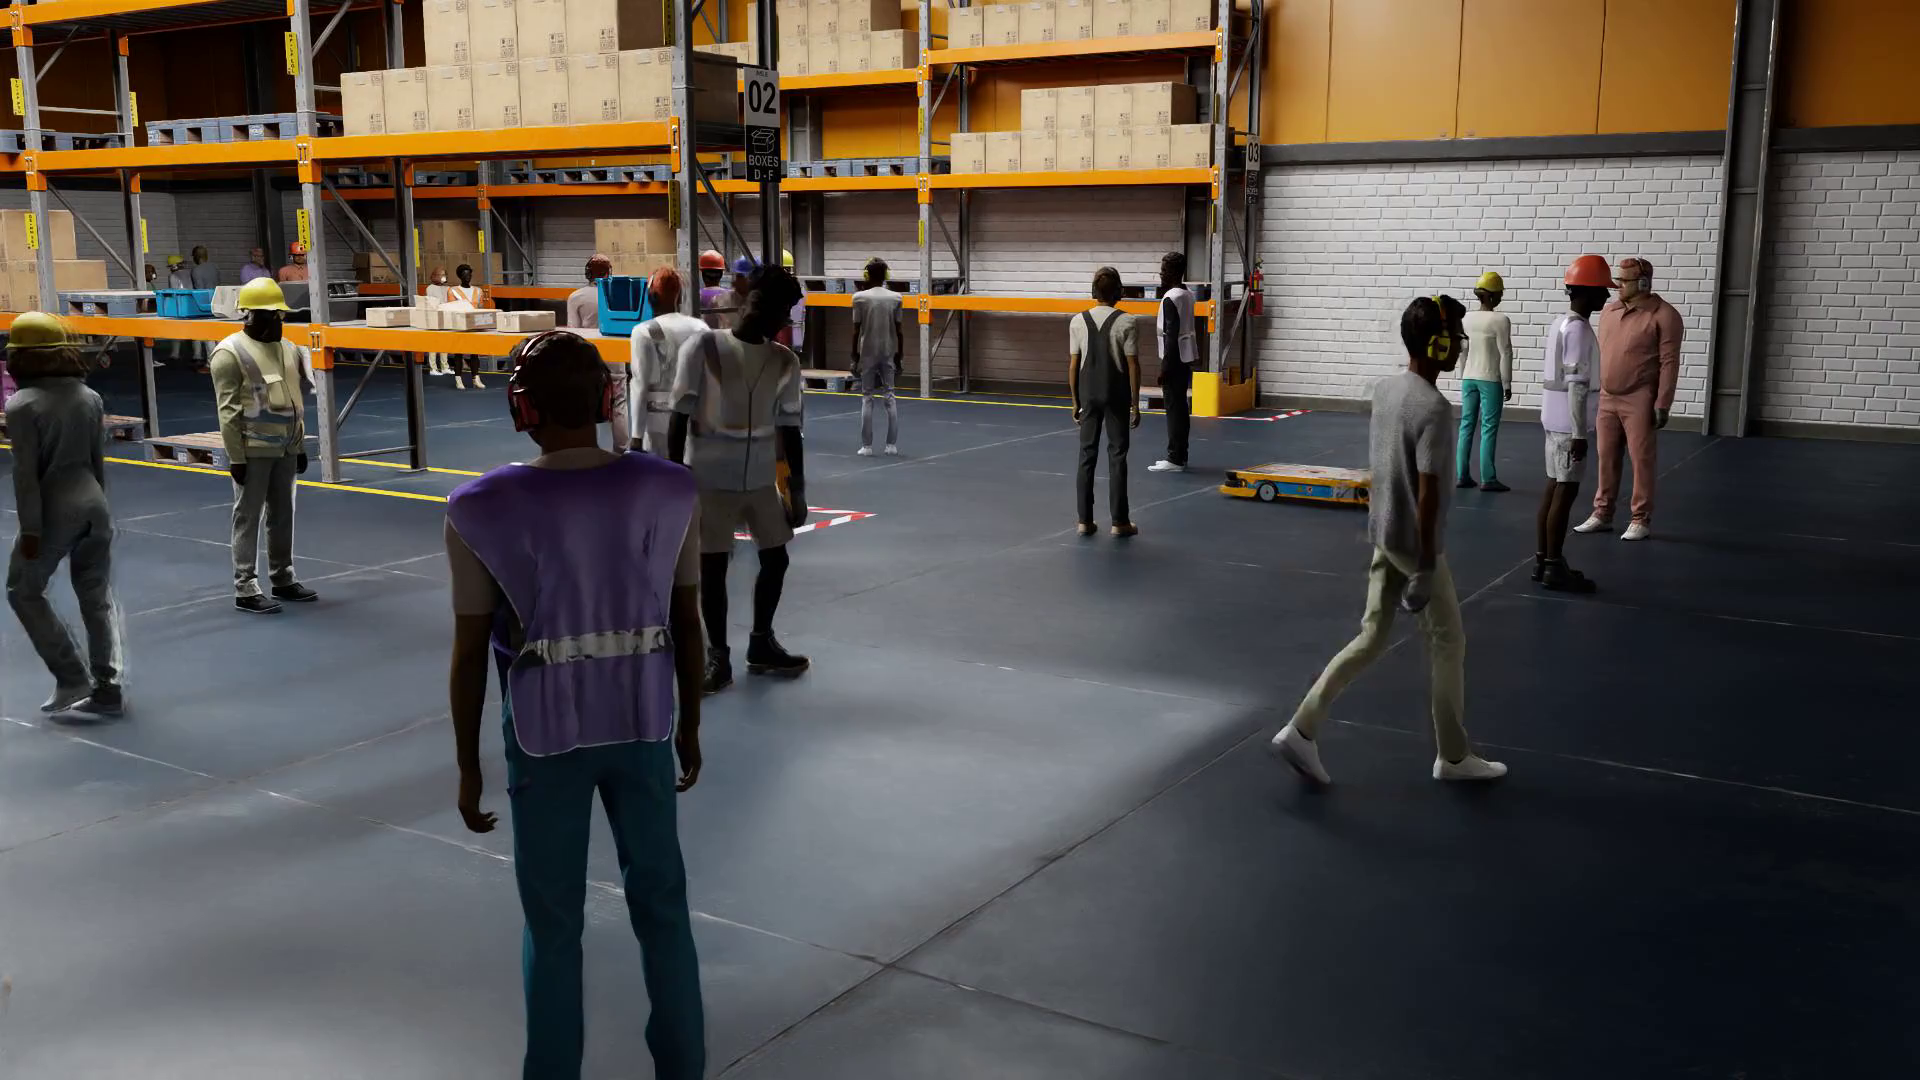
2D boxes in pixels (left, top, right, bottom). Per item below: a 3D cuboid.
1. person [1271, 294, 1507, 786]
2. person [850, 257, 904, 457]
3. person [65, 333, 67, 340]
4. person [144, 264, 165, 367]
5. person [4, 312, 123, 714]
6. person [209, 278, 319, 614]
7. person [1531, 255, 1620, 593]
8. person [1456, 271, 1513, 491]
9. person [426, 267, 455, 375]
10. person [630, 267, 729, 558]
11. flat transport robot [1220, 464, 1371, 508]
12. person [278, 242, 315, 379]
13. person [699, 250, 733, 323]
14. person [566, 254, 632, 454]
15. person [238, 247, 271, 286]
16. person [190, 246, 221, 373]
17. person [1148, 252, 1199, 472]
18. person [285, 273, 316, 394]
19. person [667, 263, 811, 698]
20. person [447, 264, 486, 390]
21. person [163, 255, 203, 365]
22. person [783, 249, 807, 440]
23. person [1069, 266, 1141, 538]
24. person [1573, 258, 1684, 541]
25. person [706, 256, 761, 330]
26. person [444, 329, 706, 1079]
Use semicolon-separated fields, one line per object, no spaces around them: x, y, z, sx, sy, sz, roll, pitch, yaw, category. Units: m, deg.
1.598;0.019;6.115;0.893;1.839;0.533;-3;11;-18;person
-0.779;-1.705;15.589;0.517;1.861;0.318;-3;11;-17;person
-11.854;-2.688;21.506;0.551;1.688;0.457;-3;11;-14;person
-12.973;-3.590;26.649;0.283;1.634;0.498;-1;10;-8;person
-3.791;-0.092;7.016;0.446;1.725;0.514;3;11;18;person
-3.793;-0.515;9.103;0.405;1.823;0.591;3;11;16;person
3.570;-0.672;9.643;0.373;1.934;0.551;2;10;9;person
4.253;-1.278;13.465;0.305;1.772;0.525;-6;12;-31;person
-7.811;-3.285;24.994;0.284;1.625;0.492;5;11;24;person
-1.688;-0.679;9.883;0.543;1.871;0.580;8;13;37;person
2.814;-0.432;12.930;1.431;0.197;0.652;7;12;33;flat transport robot
-9.656;-3.361;24.383;0.613;1.994;0.381;-10;14;-44;person
-2.141;-1.546;14.485;0.551;1.934;0.373;-5;11;-26;person
-3.135;-1.529;14.515;0.647;1.901;0.402;-7;13;-35;person
-11.350;-3.779;26.947;0.403;1.906;0.648;3;11;16;person
-11.474;-3.506;25.342;0.352;1.936;0.635;1;10;6;person
1.885;-1.555;14.587;0.391;1.920;0.593;4;11;19;person
-8.777;-2.713;21.879;0.815;1.600;0.507;-1;10;-3;person
-1.001;-0.267;7.462;0.708;1.927;0.381;-6;12;-29;person
-6.691;-2.885;22.573;0.532;1.696;0.319;-9;14;-42;person
-12.690;-3.736;27.052;0.801;1.775;0.608;3;11;17;person
-1.768;-1.941;16.690;0.355;1.930;0.593;6;12;29;person
0.995;-0.934;11.349;0.508;1.846;0.342;5;11;24;person
4.524;-0.950;11.284;0.402;1.904;0.638;-6;12;-30;person
-1.894;-1.492;14.312;0.625;1.887;0.942;-4;11;-19;person
-0.833;0.454;3.716;0.575;1.831;0.407;-5;11;-27;person
